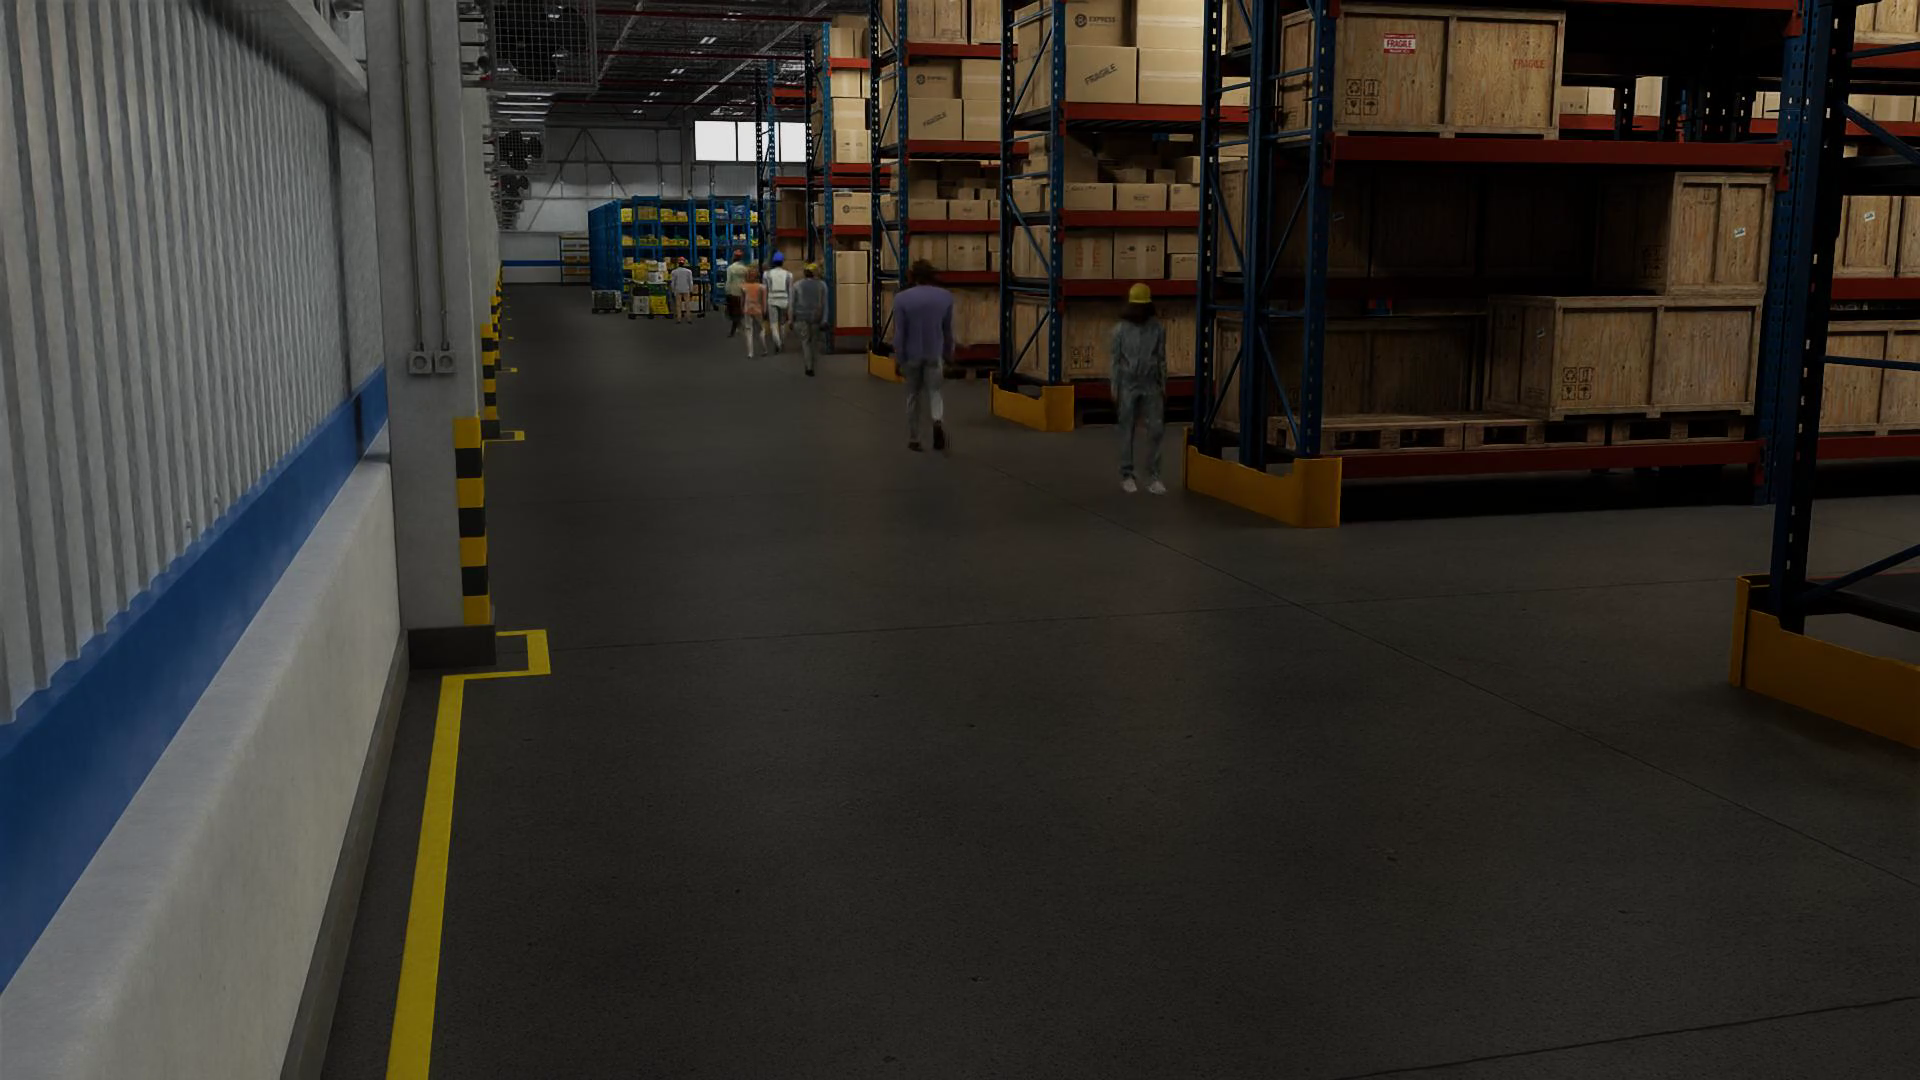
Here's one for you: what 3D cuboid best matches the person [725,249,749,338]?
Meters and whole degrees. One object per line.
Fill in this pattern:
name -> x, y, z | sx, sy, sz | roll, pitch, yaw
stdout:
person -> -4.901, -5.429, 36.711 | 0.528, 1.959, 0.636 | 10, 14, 43

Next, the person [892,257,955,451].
person -> -0.351, -1.800, 16.278 | 0.634, 1.918, 0.669 | -2, 10, -14

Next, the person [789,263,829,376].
person -> -2.383, -3.462, 26.172 | 0.617, 1.757, 0.953 | -2, 10, -12

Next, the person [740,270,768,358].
person -> -3.752, -4.118, 30.333 | 0.520, 1.595, 0.865 | 0, 10, 2

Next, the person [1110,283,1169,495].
person -> 1.477, -1.214, 13.513 | 0.518, 1.714, 0.719 | -2, 10, -12

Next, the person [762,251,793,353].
person -> -3.439, -4.496, 31.519 | 0.615, 1.929, 0.683 | -3, 10, -14

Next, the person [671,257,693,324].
person -> -7.245, -6.505, 43.400 | 0.559, 1.751, 0.326 | -2, 10, -11
